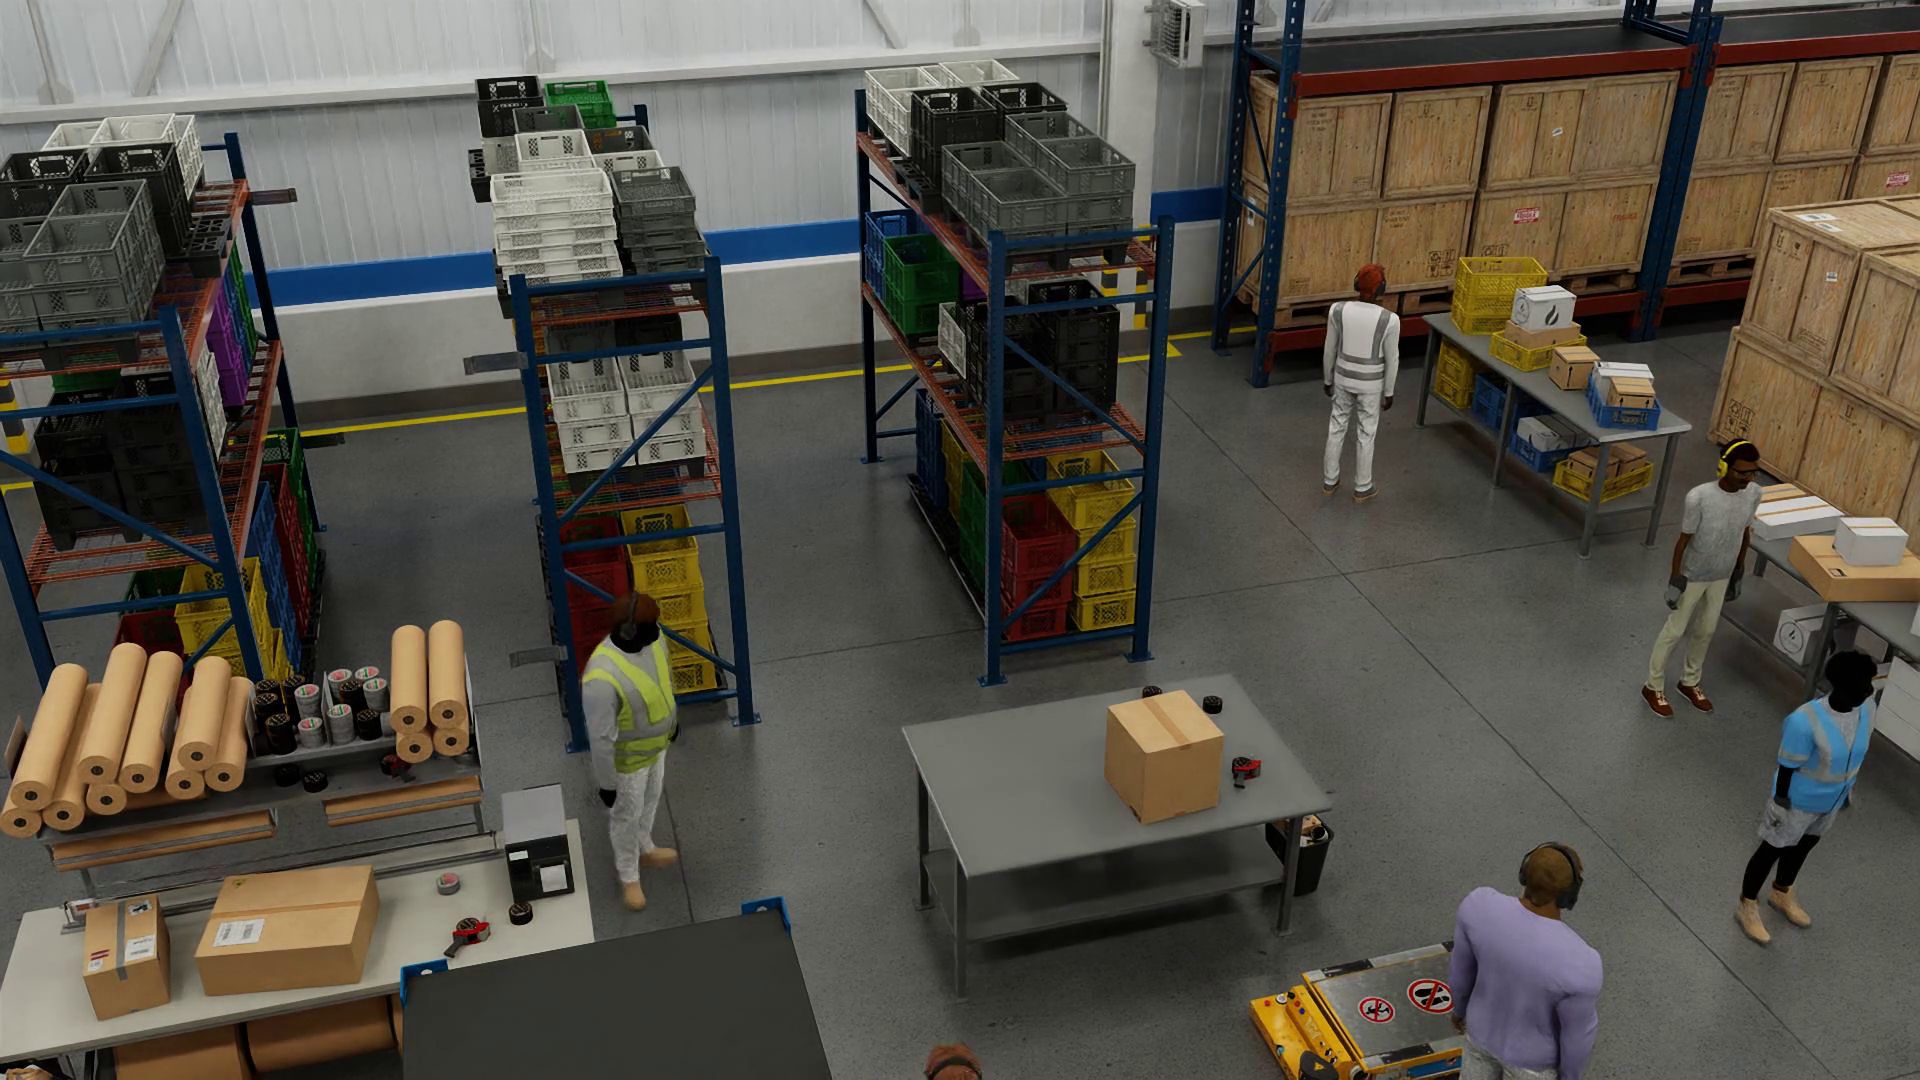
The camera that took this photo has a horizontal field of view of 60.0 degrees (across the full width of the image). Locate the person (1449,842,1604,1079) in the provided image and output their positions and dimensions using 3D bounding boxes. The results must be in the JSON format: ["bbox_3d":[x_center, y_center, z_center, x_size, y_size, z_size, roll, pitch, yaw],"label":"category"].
[{"bbox_3d":[2.246,2.024,6.737,0.373,1.935,0.627,-23,36,-35],"label":"person"}]

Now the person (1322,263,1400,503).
[{"bbox_3d":[3.031,-1.188,12.634,0.573,1.883,0.356,17,33,28],"label":"person"}]

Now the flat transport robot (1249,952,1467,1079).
[{"bbox_3d":[2.184,2.282,7.980,1.431,0.197,0.652,-8,30,-14],"label":"flat transport robot"}]

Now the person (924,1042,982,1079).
[{"bbox_3d":[-0.001,2.527,6.165,0.512,1.593,0.872,0,29,0],"label":"person"}]

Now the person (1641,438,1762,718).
[{"bbox_3d":[4.522,0.226,10.085,0.516,1.861,0.316,-6,29,-11],"label":"person"}]

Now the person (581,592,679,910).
[{"bbox_3d":[-1.672,1.068,8.594,0.432,1.827,0.681,8,30,14],"label":"person"}]

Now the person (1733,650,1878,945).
[{"bbox_3d":[4.272,1.274,8.343,0.540,1.695,0.317,-11,31,-19],"label":"person"}]
